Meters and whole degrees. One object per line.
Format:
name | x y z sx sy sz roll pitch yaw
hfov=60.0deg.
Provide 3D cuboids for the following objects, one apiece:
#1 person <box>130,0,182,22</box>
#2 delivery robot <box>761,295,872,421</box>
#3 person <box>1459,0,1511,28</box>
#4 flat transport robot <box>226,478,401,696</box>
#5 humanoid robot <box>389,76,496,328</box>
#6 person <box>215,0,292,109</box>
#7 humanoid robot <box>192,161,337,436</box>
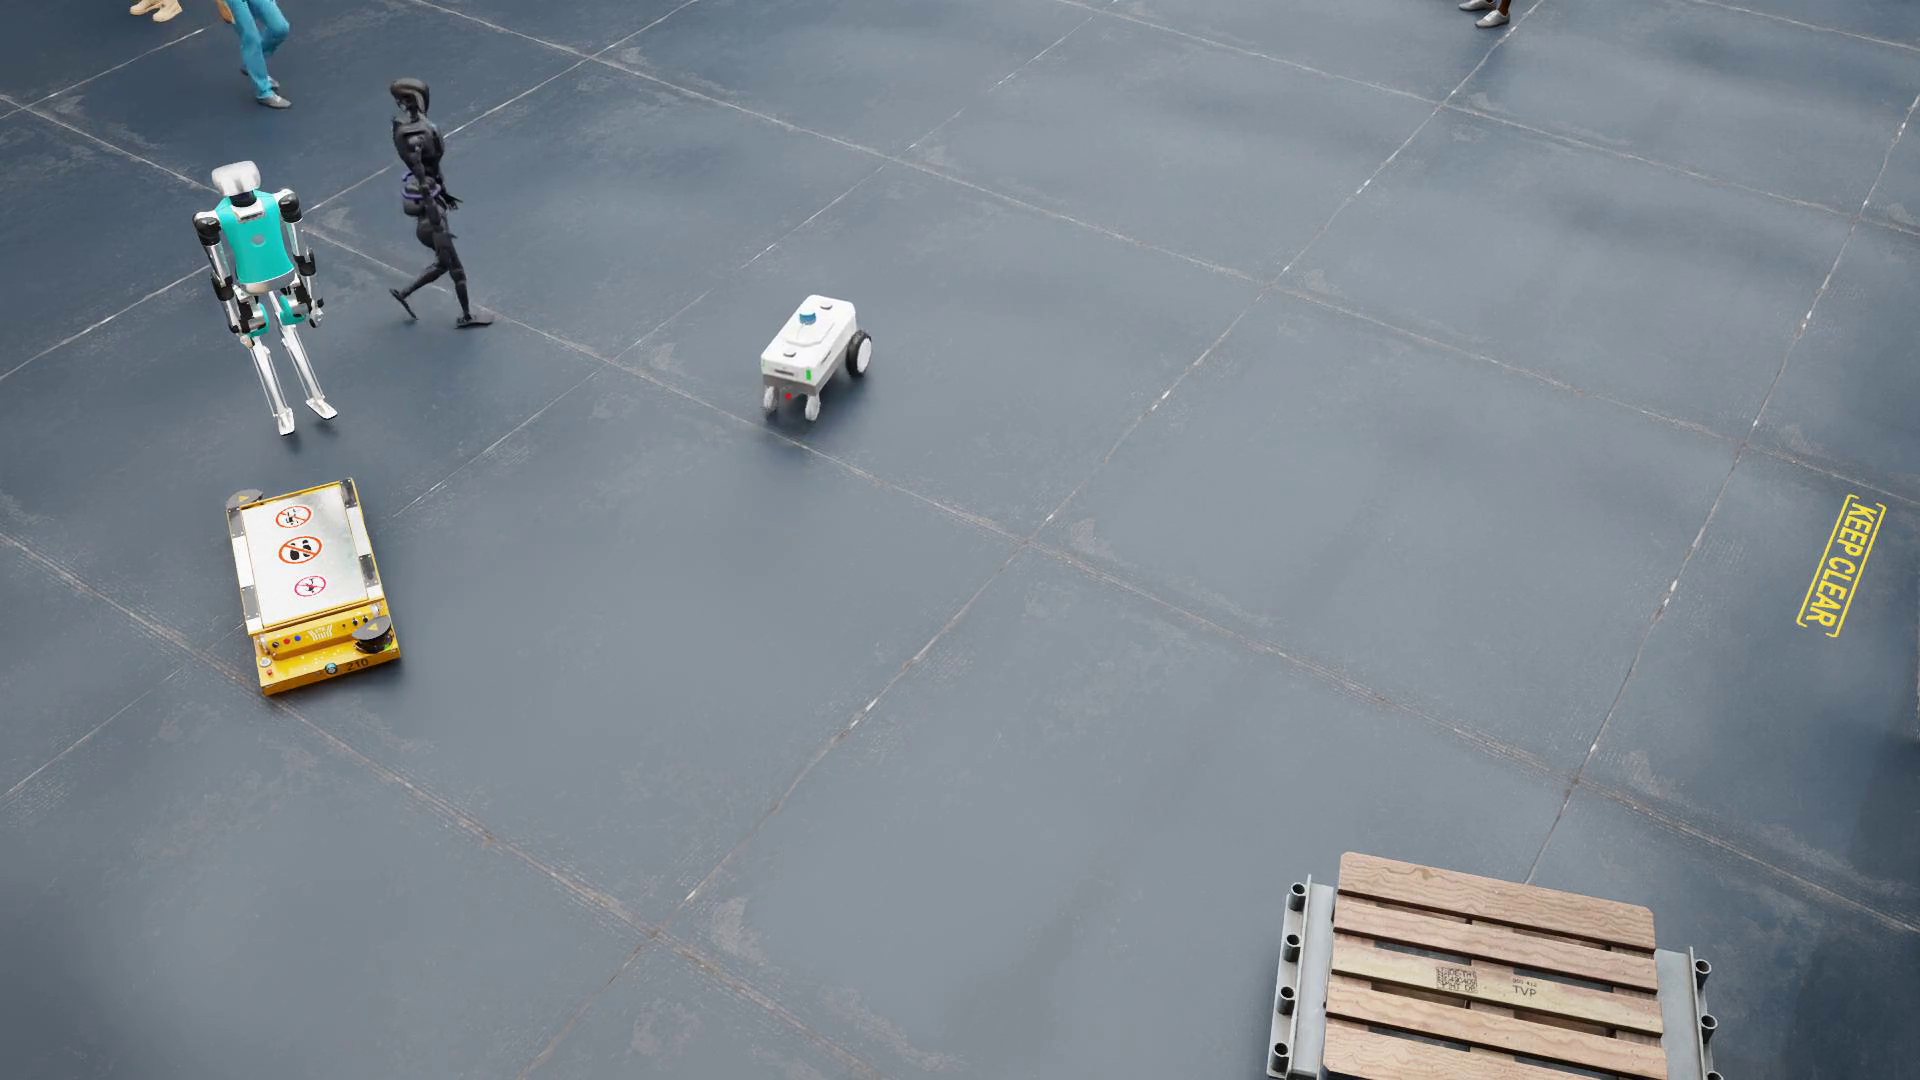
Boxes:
person | -6.684 -5.046 13.317 0.470 1.748 0.320 22 46 22
delivery robot | -0.875 -1.121 9.827 0.499 0.606 0.794 14 44 15
person | 4.409 -5.055 13.181 0.418 1.943 0.551 -6 42 -6
flat transport robot | -3.355 0.180 8.578 0.659 0.231 1.431 -16 44 -18
humanoid robot | -3.236 -1.989 9.952 0.552 1.636 0.589 -9 43 -10
person | -5.247 -4.016 12.103 0.463 1.826 0.575 10 43 11
humanoid robot | -3.822 -1.384 9.126 0.533 1.677 0.735 -24 47 -25
